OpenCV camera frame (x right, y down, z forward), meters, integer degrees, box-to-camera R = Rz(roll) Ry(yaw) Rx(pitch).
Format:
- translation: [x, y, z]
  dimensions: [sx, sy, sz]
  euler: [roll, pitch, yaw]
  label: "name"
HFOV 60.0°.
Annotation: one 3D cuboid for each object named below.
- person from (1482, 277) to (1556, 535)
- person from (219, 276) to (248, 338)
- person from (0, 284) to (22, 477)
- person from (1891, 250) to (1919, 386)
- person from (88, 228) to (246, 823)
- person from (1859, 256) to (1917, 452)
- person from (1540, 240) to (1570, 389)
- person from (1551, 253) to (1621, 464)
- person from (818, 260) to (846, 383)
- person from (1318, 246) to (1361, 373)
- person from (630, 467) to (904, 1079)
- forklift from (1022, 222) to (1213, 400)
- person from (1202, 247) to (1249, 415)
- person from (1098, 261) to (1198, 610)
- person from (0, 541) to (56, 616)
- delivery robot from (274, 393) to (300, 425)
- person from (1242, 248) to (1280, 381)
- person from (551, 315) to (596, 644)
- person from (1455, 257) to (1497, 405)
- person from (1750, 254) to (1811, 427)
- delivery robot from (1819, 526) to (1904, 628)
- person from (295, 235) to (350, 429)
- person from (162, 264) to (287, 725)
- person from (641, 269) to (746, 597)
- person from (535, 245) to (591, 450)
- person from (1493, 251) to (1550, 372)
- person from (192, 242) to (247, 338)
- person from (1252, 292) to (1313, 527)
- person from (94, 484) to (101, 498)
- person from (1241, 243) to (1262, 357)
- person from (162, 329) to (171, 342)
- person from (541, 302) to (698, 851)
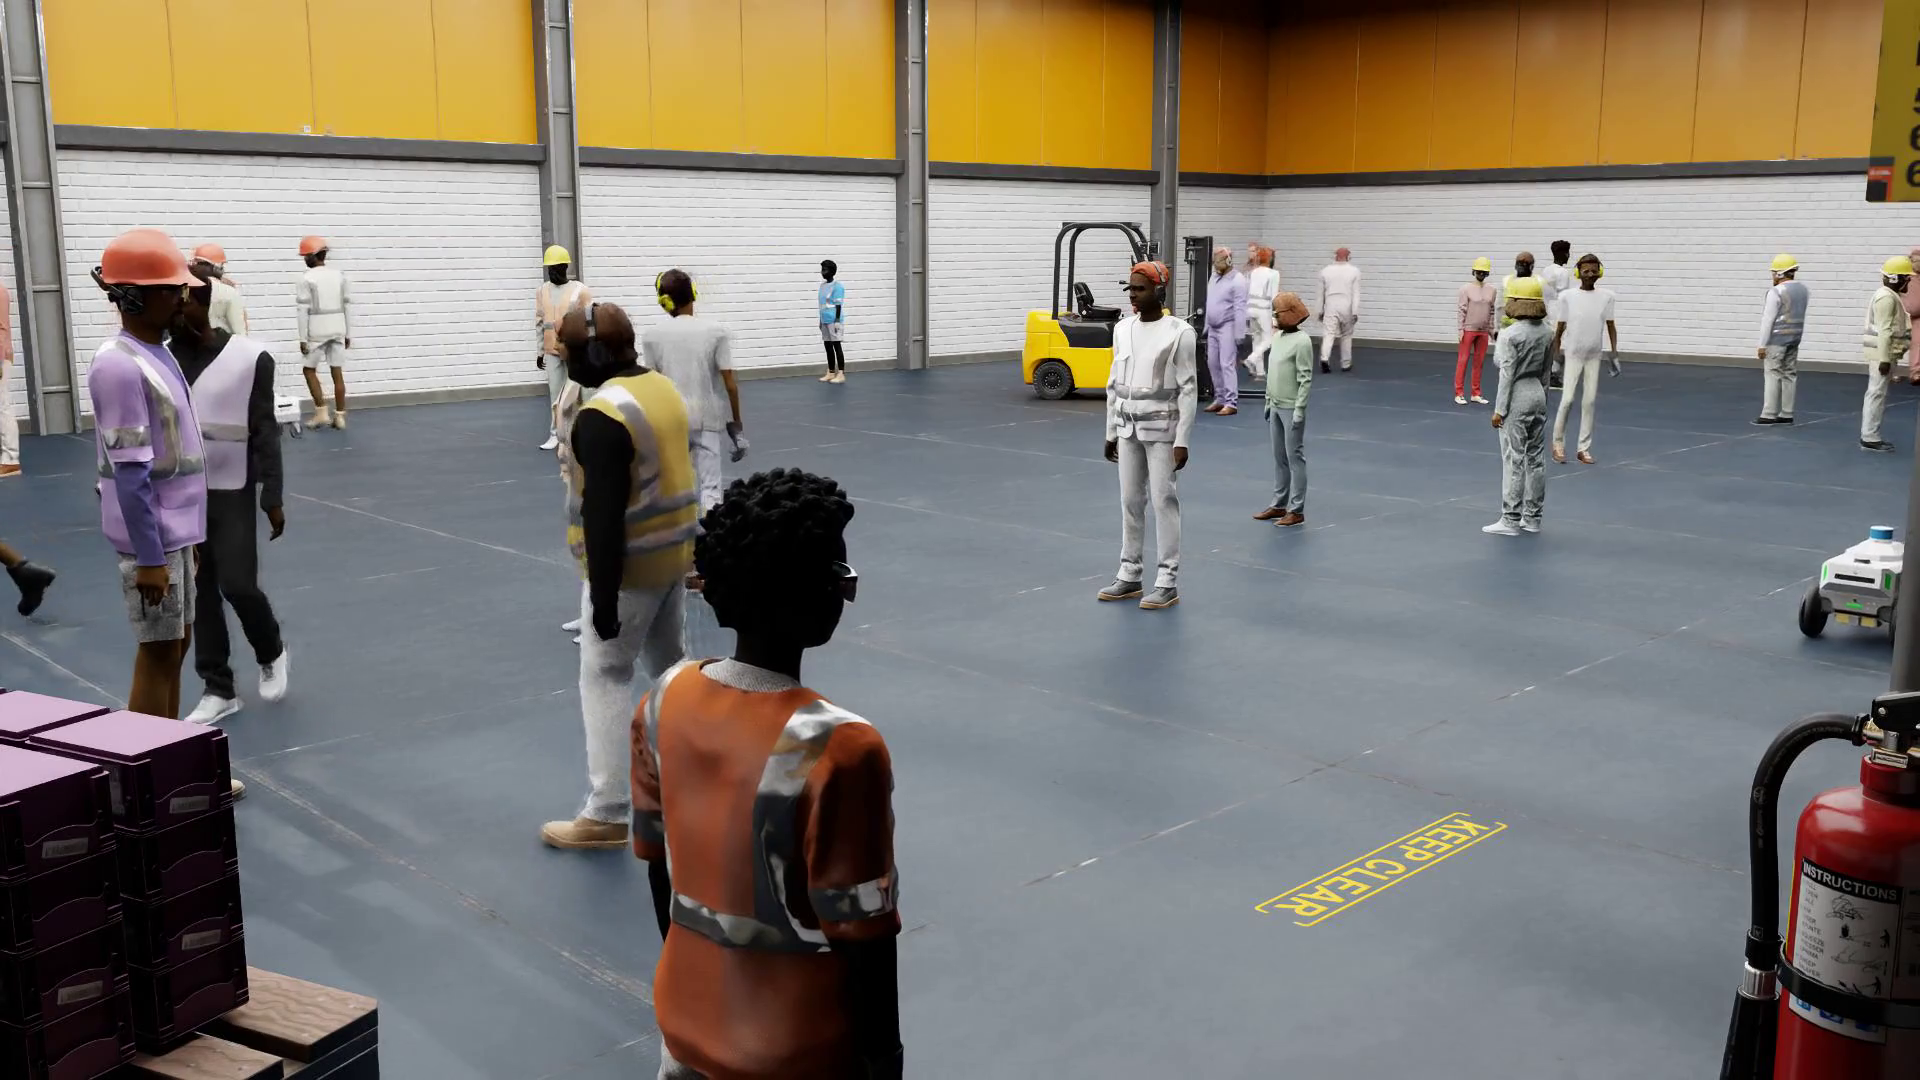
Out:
- translation: [3.796, -0.903, 11.282]
  dimensions: [0.487, 1.744, 0.297]
  euler: [-7, 12, -33]
  label: "person"
- translation: [-7.416, -1.831, 16.704]
  dimensions: [0.532, 1.619, 0.406]
  euler: [-4, 11, -22]
  label: "person"
- translation: [-8.183, -1.518, 13.972]
  dimensions: [0.622, 1.987, 0.403]
  euler: [7, 12, 32]
  label: "person"
- translation: [12.898, -3.011, 22.579]
  dimensions: [0.647, 1.832, 1.036]
  euler: [2, 11, 11]
  label: "person"
- translation: [-2.700, -0.023, 5.665]
  dimensions: [0.373, 2.043, 0.615]
  euler: [-3, 11, -16]
  label: "person"
- translation: [8.703, -1.744, 15.630]
  dimensions: [0.404, 1.827, 0.600]
  euler: [5, 12, 27]
  label: "person"
- translation: [7.847, -2.974, 21.962]
  dimensions: [0.374, 1.966, 0.607]
  euler: [-2, 11, -9]
  label: "person"
- translation: [5.560, -1.602, 14.781]
  dimensions: [0.533, 1.865, 0.404]
  euler: [0, 10, 2]
  label: "person"
- translation: [-1.776, -2.997, 22.838]
  dimensions: [0.319, 1.691, 0.534]
  euler: [-7, 13, -34]
  label: "person"
- translation: [5.575, -3.396, 24.550]
  dimensions: [0.645, 1.873, 0.934]
  euler: [5, 12, 26]
  label: "person"
- translation: [-0.265, 0.736, 2.468]
  dimensions: [0.315, 1.695, 0.541]
  euler: [-10, 14, -44]
  label: "person"
- translation: [1.935, -2.847, 20.651]
  dimensions: [2.313, 2.155, 1.214]
  euler: [2, 11, 13]
  label: "forklift"
- translation: [3.013, -2.354, 18.811]
  dimensions: [0.440, 1.886, 0.676]
  euler: [-5, 11, -25]
  label: "person"
- translation: [1.019, -0.569, 9.073]
  dimensions: [0.346, 1.882, 0.584]
  euler: [-10, 14, -42]
  label: "person"
- translation: [-5.188, -0.504, 8.643]
  dimensions: [0.783, 1.914, 0.571]
  euler: [-2, 11, -9]
  label: "person"
- translation: [-6.853, -1.287, 16.359]
  dimensions: [0.477, 0.478, 0.707]
  euler: [5, 11, 24]
  label: "delivery robot"
- translation: [4.130, -3.110, 23.019]
  dimensions: [0.614, 1.859, 0.587]
  euler: [-9, 14, -40]
  label: "person"
- translation: [-1.861, -0.303, 8.299]
  dimensions: [0.310, 1.636, 0.523]
  euler: [-4, 11, -21]
  label: "person"
- translation: [6.208, -2.508, 19.975]
  dimensions: [0.526, 1.765, 0.329]
  euler: [-4, 11, -18]
  label: "person"
- translation: [8.697, -2.110, 17.641]
  dimensions: [0.597, 1.828, 0.403]
  euler: [-5, 11, -25]
  label: "person"
- translation: [4.631, 0.174, 8.394]
  dimensions: [0.707, 0.478, 0.477]
  euler: [-10, 15, -44]
  label: "delivery robot"
- translation: [-6.630, -2.150, 17.329]
  dimensions: [0.492, 2.027, 0.673]
  euler: [9, 13, 39]
  label: "person"
- translation: [-3.113, -0.187, 6.917]
  dimensions: [0.626, 1.906, 0.445]
  euler: [1, 10, 7]
  label: "person"
- translation: [-1.478, -0.599, 9.384]
  dimensions: [0.630, 1.836, 0.394]
  euler: [1, 10, 3]
  label: "person"
- translation: [-3.733, -1.794, 15.635]
  dimensions: [0.594, 1.924, 0.382]
  euler: [3, 11, 18]
  label: "person"
- translation: [6.600, -2.474, 19.599]
  dimensions: [0.429, 1.831, 0.657]
  euler: [-10, 14, -43]
  label: "person"
- translation: [-6.398, -1.559, 14.245]
  dimensions: [0.640, 1.970, 0.863]
  euler: [3, 11, 15]
  label: "person"
- translation: [2.277, -0.913, 11.634]
  dimensions: [0.278, 1.633, 0.499]
  euler: [-3, 11, -17]
  label: "person"
- translation: [-5.736, -0.908, 11.655]
  dimensions: [0.647, 1.623, 0.536]
  euler: [-3, 11, -17]
  label: "person"
- translation: [4.869, -3.994, 27.747]
  dimensions: [0.590, 1.889, 0.641]
  euler: [-5, 12, -27]
  label: "person"
- translation: [-5.508, -1.036, 11.572]
  dimensions: [0.673, 1.908, 0.398]
  euler: [7, 12, 33]
  label: "person"
- translation: [-1.052, 0.108, 5.634]
  dimensions: [0.565, 1.817, 0.651]
  euler: [2, 11, 12]
  label: "person"
